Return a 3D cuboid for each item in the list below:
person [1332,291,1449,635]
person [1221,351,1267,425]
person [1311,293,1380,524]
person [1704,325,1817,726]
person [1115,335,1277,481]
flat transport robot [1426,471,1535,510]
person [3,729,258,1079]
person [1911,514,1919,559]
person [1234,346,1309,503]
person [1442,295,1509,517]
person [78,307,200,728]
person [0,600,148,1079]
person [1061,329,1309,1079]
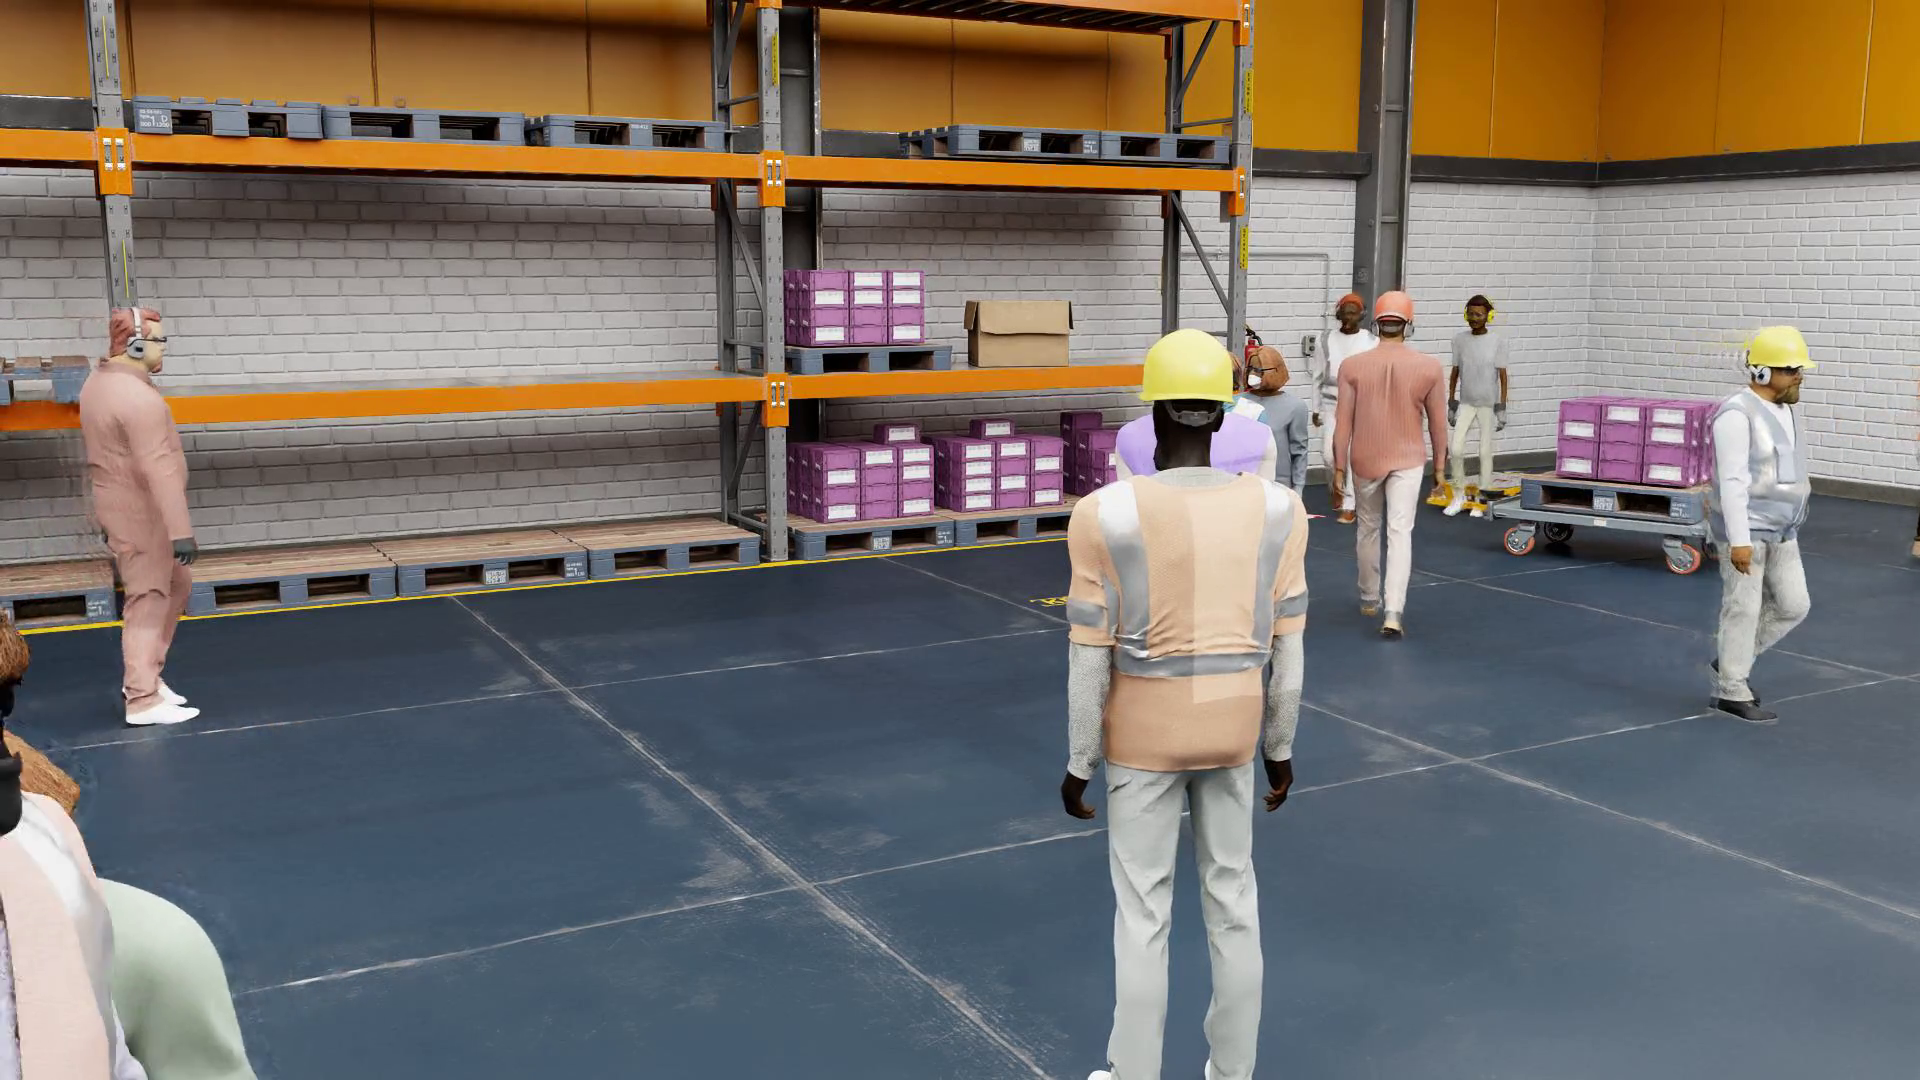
[{"bbox_3d":[2.470,-0.454,9.554,0.645,1.946,1.031,3,10,15],"label":"person"},{"bbox_3d":[1.373,-0.197,8.892,0.512,1.642,0.312,3,10,20],"label":"person"},{"bbox_3d":[3.163,-1.069,13.531,0.598,1.864,0.587,4,10,22],"label":"person"},{"bbox_3d":[3.604,-0.056,7.509,0.587,1.816,0.413,-7,11,-35],"label":"person"},{"bbox_3d":[0.830,0.187,5.916,0.570,1.849,0.380,1,9,6],"label":"person"},{"bbox_3d":[4.731,-0.434,14.500,1.431,0.197,0.652,-9,13,-44],"label":"flat transport robot"},{"bbox_3d":[-1.058,0.952,1.984,0.535,1.605,0.384,2,10,12],"label":"person"},{"bbox_3d":[6.955,-0.642,11.516,0.544,1.673,0.647,-8,12,-40],"label":"person"},{"bbox_3d":[1.723,-0.286,9.461,0.501,1.631,0.287,5,11,27],"label":"person"},{"bbox_3d":[4.277,-1.093,13.741,0.546,1.844,0.536,6,11,33],"label":"person"},{"bbox_3d":[-3.629,-0.094,7.499,0.485,1.890,0.686,-8,12,-41],"label":"person"},{"bbox_3d":[-0.991,0.915,1.572,0.459,1.819,0.645,2,9,11],"label":"person"},{"bbox_3d":[0.524,0.467,3.974,0.594,1.926,0.367,-2,10,-13],"label":"person"}]
